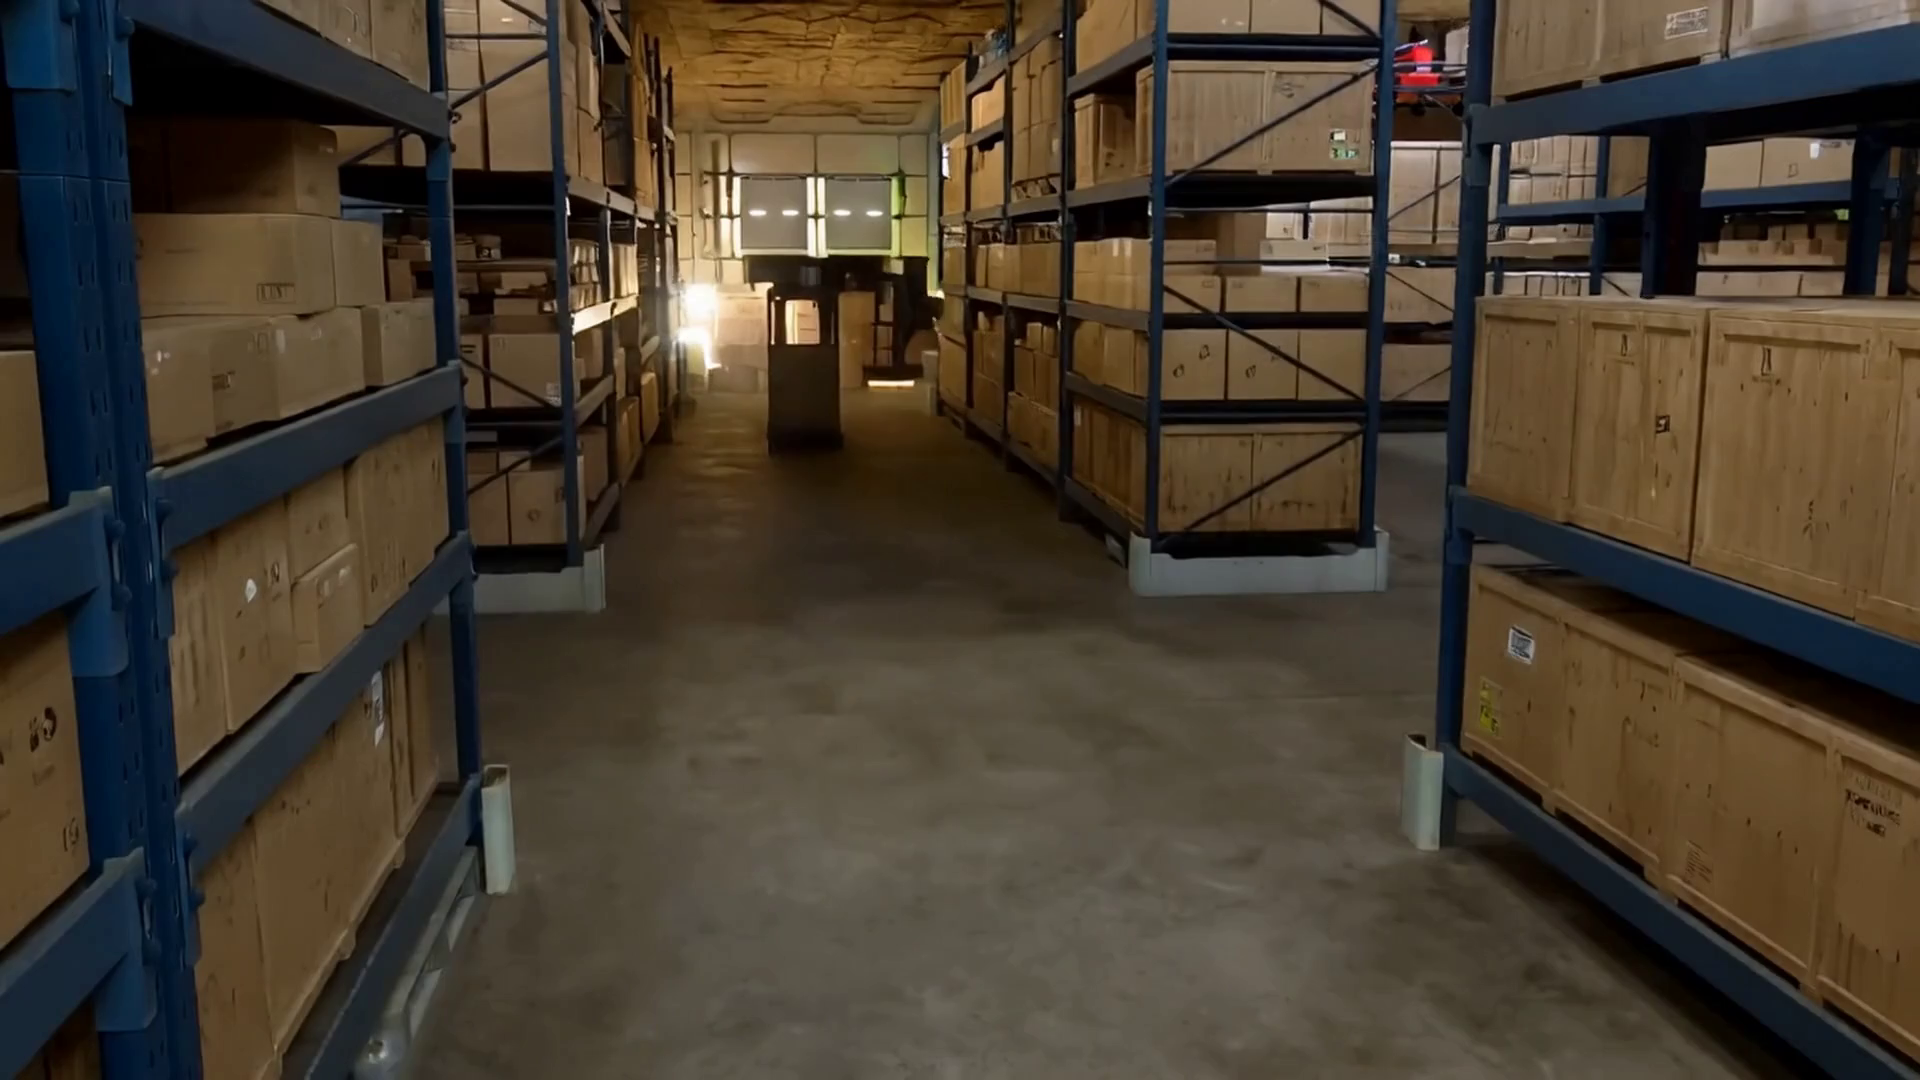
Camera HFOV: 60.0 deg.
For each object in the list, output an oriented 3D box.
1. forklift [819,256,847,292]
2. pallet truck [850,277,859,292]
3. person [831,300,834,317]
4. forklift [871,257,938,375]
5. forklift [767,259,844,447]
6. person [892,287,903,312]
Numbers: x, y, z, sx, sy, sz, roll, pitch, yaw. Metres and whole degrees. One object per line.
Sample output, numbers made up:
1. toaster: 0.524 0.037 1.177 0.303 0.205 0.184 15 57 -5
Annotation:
1. forklift: -4.357 -8.382 57.366 1.129 2.768 1.873 -6 12 -33
2. pallet truck: -3.782 -9.391 65.808 1.885 1.965 0.823 2 10 10
3. person: -4.307 -7.415 54.512 0.628 1.931 0.383 4 11 23
4. forklift: -1.041 -5.314 39.502 1.873 2.768 1.129 3 10 18
5. forklift: -2.411 -2.905 25.476 1.129 2.768 1.873 -1 10 -7
6. person: -1.825 -6.791 50.904 0.546 1.917 0.771 -4 11 -23
